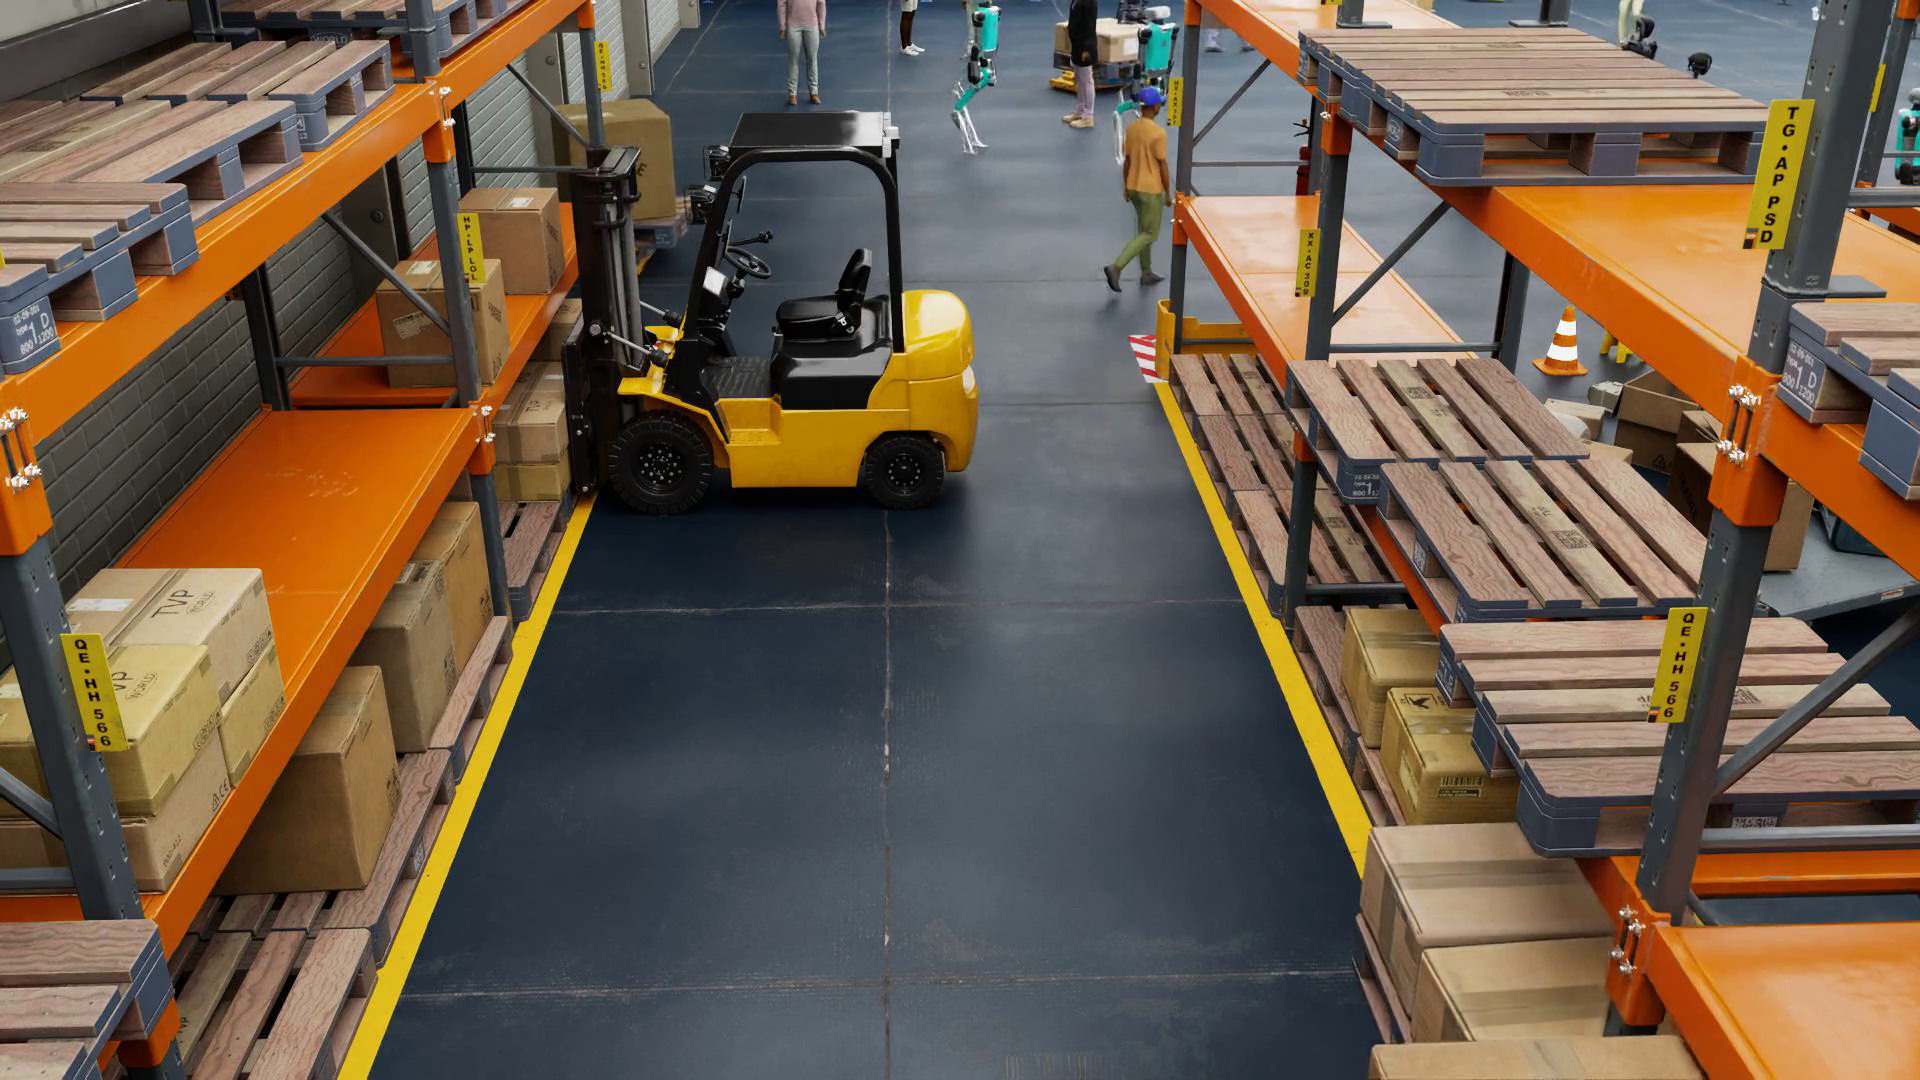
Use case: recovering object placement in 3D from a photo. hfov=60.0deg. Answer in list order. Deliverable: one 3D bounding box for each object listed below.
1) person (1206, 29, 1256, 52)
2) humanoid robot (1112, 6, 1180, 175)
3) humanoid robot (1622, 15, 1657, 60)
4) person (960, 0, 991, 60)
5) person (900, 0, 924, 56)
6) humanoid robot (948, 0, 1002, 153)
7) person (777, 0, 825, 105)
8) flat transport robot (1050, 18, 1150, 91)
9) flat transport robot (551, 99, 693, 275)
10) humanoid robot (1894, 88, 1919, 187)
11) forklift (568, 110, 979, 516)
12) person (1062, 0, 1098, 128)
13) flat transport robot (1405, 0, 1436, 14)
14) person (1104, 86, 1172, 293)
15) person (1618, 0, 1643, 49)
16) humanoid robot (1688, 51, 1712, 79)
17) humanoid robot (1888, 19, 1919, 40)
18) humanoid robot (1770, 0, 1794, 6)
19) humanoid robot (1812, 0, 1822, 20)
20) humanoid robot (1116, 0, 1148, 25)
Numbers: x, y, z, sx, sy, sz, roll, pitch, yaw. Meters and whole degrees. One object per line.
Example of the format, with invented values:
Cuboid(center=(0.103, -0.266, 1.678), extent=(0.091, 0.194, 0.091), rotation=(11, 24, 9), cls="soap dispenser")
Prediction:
Cuboid(center=(4.160, -8.242, 24.947), extent=(0.907, 1.802, 0.583), rotation=(-2, 25, -5), cls="person")
Cuboid(center=(1.890, -4.800, 17.774), extent=(0.531, 1.784, 0.864), rotation=(-19, 31, -35), cls="humanoid robot")
Cuboid(center=(7.155, -4.804, 17.865), extent=(0.591, 1.631, 0.596), rotation=(-13, 28, -25), cls="humanoid robot")
Cuboid(center=(0.238, -7.905, 24.305), extent=(0.562, 1.751, 0.325), rotation=(20, 32, 36), cls="person")
Cuboid(center=(-0.753, -8.231, 24.826), extent=(0.373, 1.899, 0.552), rotation=(6, 26, 13), cls="person")
Cuboid(center=(0.101, -5.255, 18.673), extent=(0.678, 1.772, 0.530), rotation=(13, 28, 25), cls="humanoid robot")
Cuboid(center=(-2.014, -6.553, 21.229), extent=(0.630, 1.940, 0.372), rotation=(-5, 26, -11), cls="person")
Cuboid(center=(1.987, -6.292, 22.628), extent=(1.431, 0.231, 0.659), rotation=(-16, 30, -30), cls="flat transport robot")
Cuboid(center=(-3.052, -2.655, 14.926), extent=(0.659, 0.231, 1.431), rotation=(2, 25, 4), cls="flat transport robot")
Cuboid(center=(7.811, -2.708, 13.363), extent=(1.006, 1.759, 0.538), rotation=(15, 29, 29), cls="humanoid robot")
Cuboid(center=(-1.043, -1.379, 9.976), extent=(2.313, 2.155, 1.214), rotation=(-1, 25, -2), cls="forklift")
Cuboid(center=(1.475, -5.910, 19.964), extent=(0.410, 1.853, 0.533), rotation=(-5, 26, -10), cls="person")
Cuboid(center=(6.797, -8.143, 26.549), extent=(0.659, 0.231, 1.431), rotation=(23, 34, 40), cls="flat transport robot")
Cuboid(center=(1.489, -2.880, 13.732), extent=(0.710, 1.692, 0.455), rotation=(-16, 30, -30), cls="person")
Cuboid(center=(10.065, -8.244, 24.883), extent=(0.559, 1.872, 0.495), rotation=(16, 30, 31), cls="person")
Cuboid(center=(6.749, -3.726, 15.542), extent=(0.320, 1.652, 0.608), rotation=(-8, 26, -17), cls="humanoid robot")
Cuboid(center=(14.977, -8.726, 26.190), extent=(0.764, 1.635, 0.601), rotation=(14, 29, 27), cls="humanoid robot")
Cuboid(center=(14.857, -10.463, 29.815), extent=(0.598, 1.641, 0.522), rotation=(-21, 33, -38), cls="humanoid robot")
Cuboid(center=(14.737, -9.538, 27.809), extent=(0.546, 1.765, 0.953), rotation=(-8, 27, -17), cls="humanoid robot")
Cuboid(center=(2.361, -7.050, 22.591), extent=(0.590, 1.633, 0.452), rotation=(-21, 33, -38), cls="humanoid robot")
